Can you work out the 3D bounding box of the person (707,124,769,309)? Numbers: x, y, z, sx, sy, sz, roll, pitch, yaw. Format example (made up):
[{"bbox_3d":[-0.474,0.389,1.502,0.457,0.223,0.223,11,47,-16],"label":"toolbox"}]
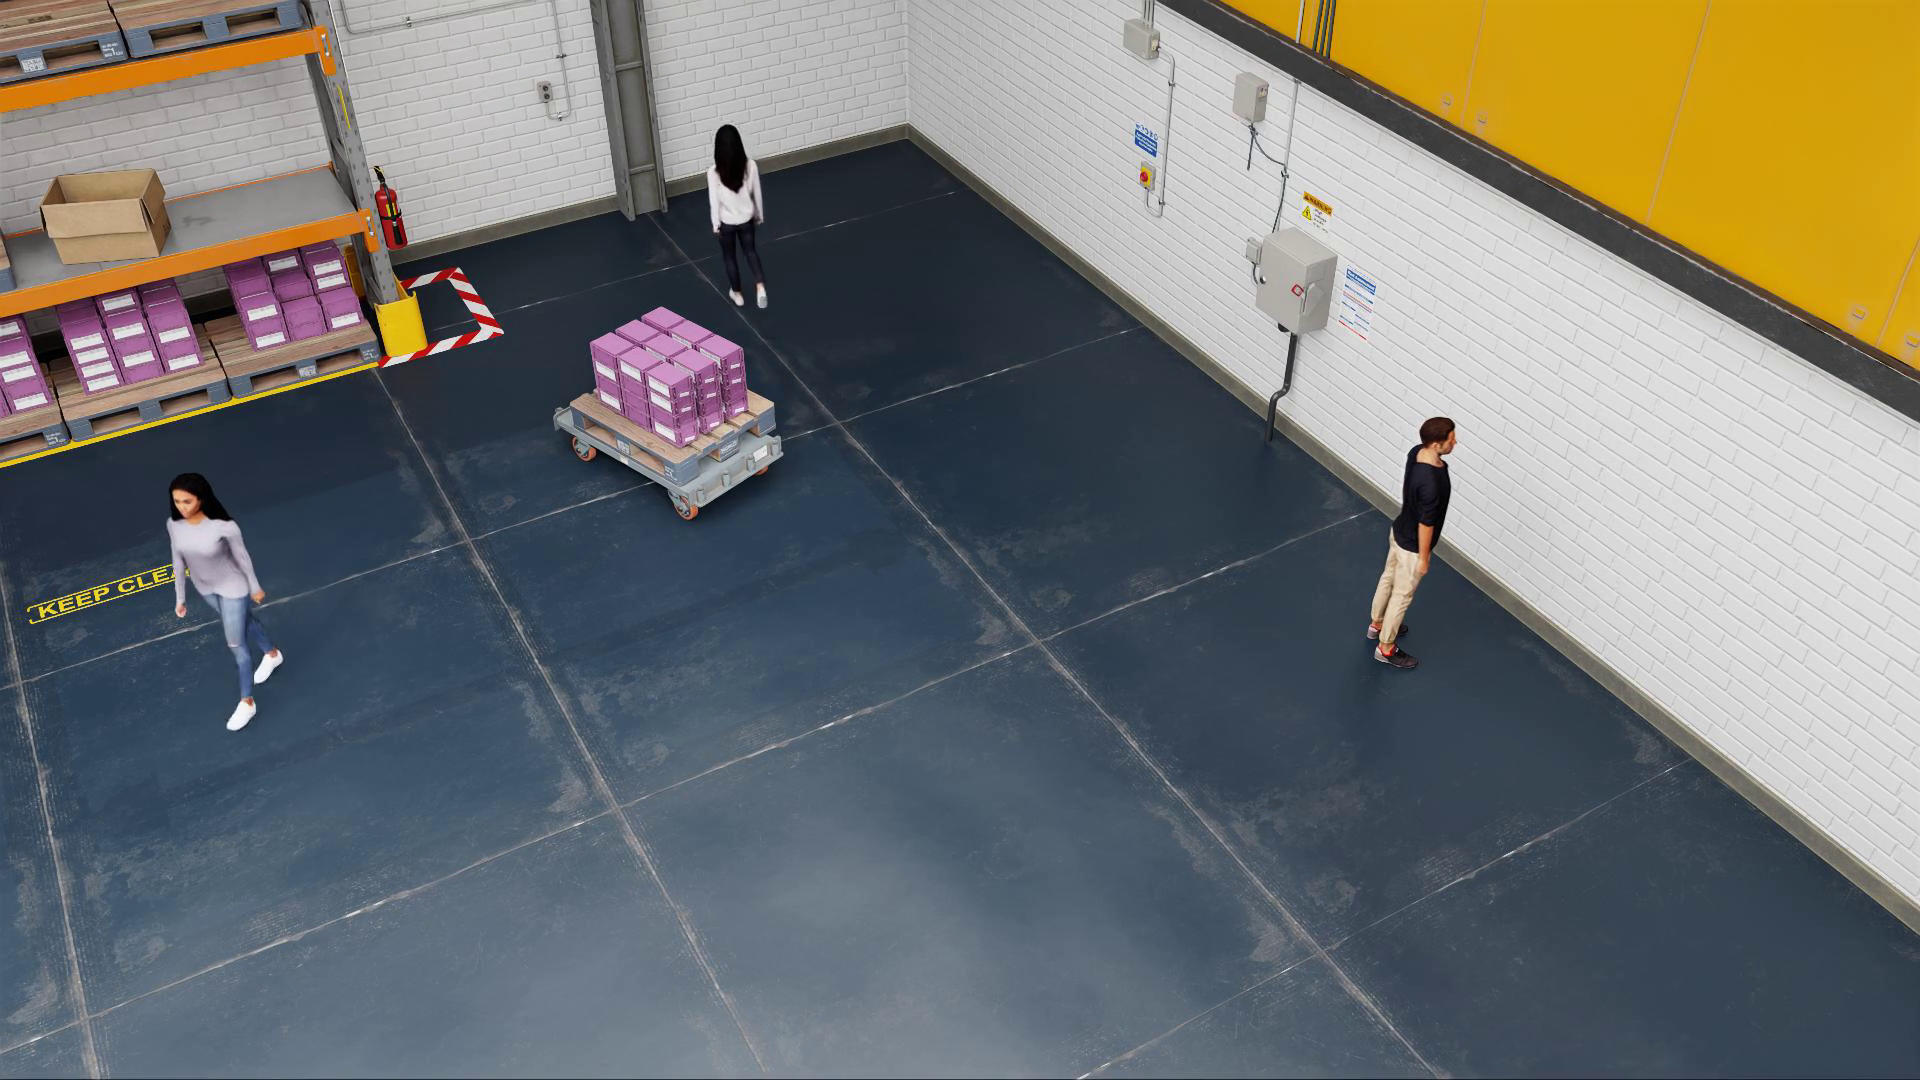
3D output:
[{"bbox_3d":[-1.875,-2.676,14.080,0.797,1.687,0.692,-18,42,-21],"label":"person"}]

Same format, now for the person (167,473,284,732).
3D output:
[{"bbox_3d":[-4.553,0.240,10.414,0.987,1.706,1.055,11,40,13],"label":"person"}]

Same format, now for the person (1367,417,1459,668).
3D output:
[{"bbox_3d":[2.885,-0.017,10.615,0.719,1.856,0.727,1,39,1],"label":"person"}]
